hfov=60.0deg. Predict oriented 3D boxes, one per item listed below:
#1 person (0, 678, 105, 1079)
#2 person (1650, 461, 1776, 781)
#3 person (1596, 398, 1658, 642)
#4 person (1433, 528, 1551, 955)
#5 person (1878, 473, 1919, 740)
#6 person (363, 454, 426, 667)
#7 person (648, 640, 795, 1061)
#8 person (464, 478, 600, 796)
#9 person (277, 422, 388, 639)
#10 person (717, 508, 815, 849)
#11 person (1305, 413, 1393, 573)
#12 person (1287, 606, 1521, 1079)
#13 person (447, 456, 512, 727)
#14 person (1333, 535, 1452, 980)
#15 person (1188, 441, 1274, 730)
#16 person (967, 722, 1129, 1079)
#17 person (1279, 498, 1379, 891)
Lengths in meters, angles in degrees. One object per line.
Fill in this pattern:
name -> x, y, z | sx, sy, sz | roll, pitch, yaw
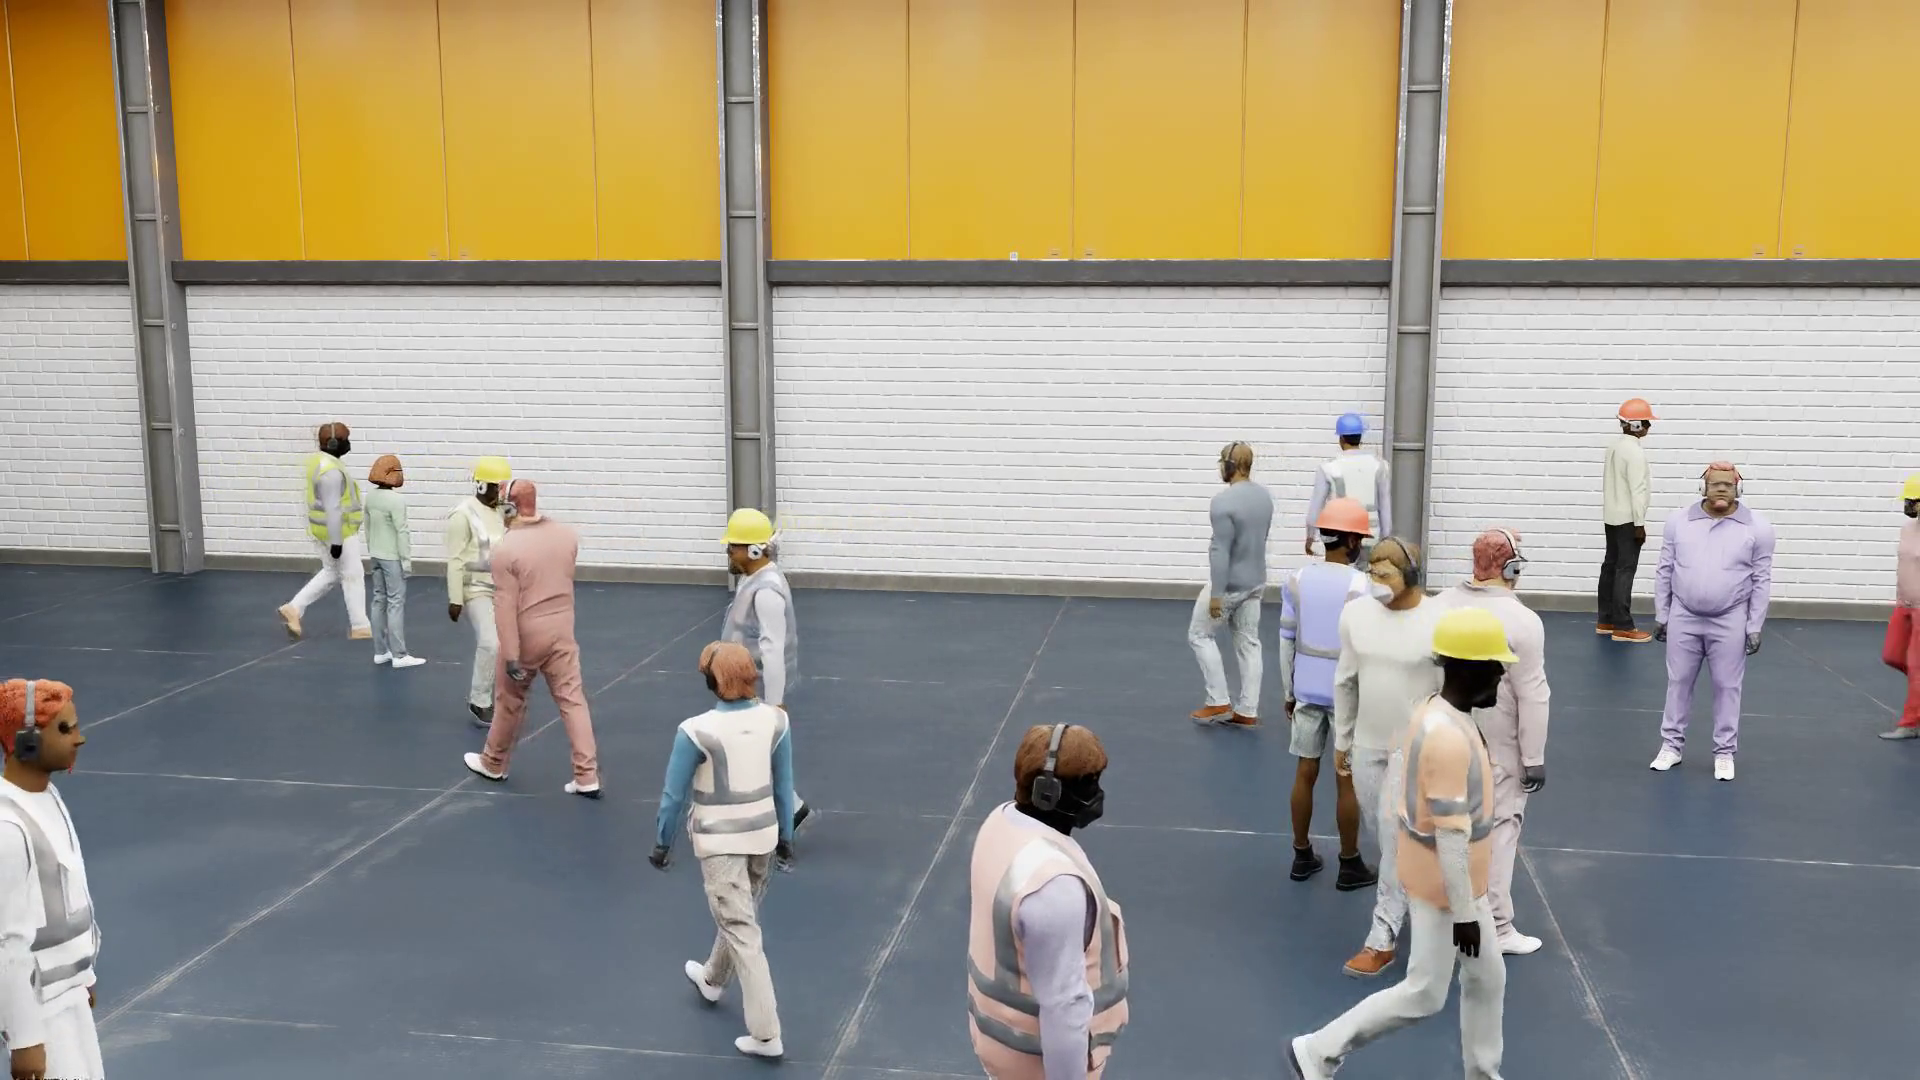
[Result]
person -> -2.661, 1.325, 4.826 | 0.549, 1.873, 0.638 | -3, 10, -17
person -> 4.484, 0.475, 9.967 | 0.643, 1.913, 0.410 | 6, 11, 33
person -> 5.487, -0.169, 13.682 | 0.377, 1.995, 0.608 | 0, 9, -2
person -> 2.362, 0.889, 7.432 | 0.407, 1.904, 0.655 | -6, 11, -31
person -> 6.241, 0.435, 10.730 | 0.509, 1.750, 0.526 | -1, 9, -4
person -> -4.377, 0.157, 12.777 | 0.501, 1.633, 0.285 | 8, 12, 39
person -> -0.933, 1.185, 6.546 | 0.526, 1.592, 0.838 | -9, 13, -43
person -> -2.485, 0.556, 9.664 | 1.022, 1.846, 0.648 | 7, 12, 38
person -> -5.162, -0.063, 13.586 | 0.761, 1.819, 0.631 | -5, 11, -30
person -> -1.052, 0.733, 8.672 | 0.410, 1.821, 0.606 | -1, 9, -8
person -> 3.073, -0.064, 13.311 | 0.641, 1.892, 0.970 | -2, 9, -11
person -> 1.643, 1.156, 5.825 | 0.849, 1.897, 0.590 | 4, 10, 21
person -> -3.121, 0.339, 11.112 | 0.516, 1.808, 0.608 | 4, 10, 21
person -> 1.975, 0.903, 7.370 | 0.903, 1.907, 0.630 | -9, 13, -44
person -> 1.772, 0.301, 11.015 | 0.590, 1.918, 0.652 | 9, 13, 43
person -> 0.240, 1.393, 4.530 | 0.430, 1.839, 0.625 | -2, 9, -12
person -> 1.844, 0.753, 8.199 | 0.547, 1.928, 0.385 | 8, 12, 39
